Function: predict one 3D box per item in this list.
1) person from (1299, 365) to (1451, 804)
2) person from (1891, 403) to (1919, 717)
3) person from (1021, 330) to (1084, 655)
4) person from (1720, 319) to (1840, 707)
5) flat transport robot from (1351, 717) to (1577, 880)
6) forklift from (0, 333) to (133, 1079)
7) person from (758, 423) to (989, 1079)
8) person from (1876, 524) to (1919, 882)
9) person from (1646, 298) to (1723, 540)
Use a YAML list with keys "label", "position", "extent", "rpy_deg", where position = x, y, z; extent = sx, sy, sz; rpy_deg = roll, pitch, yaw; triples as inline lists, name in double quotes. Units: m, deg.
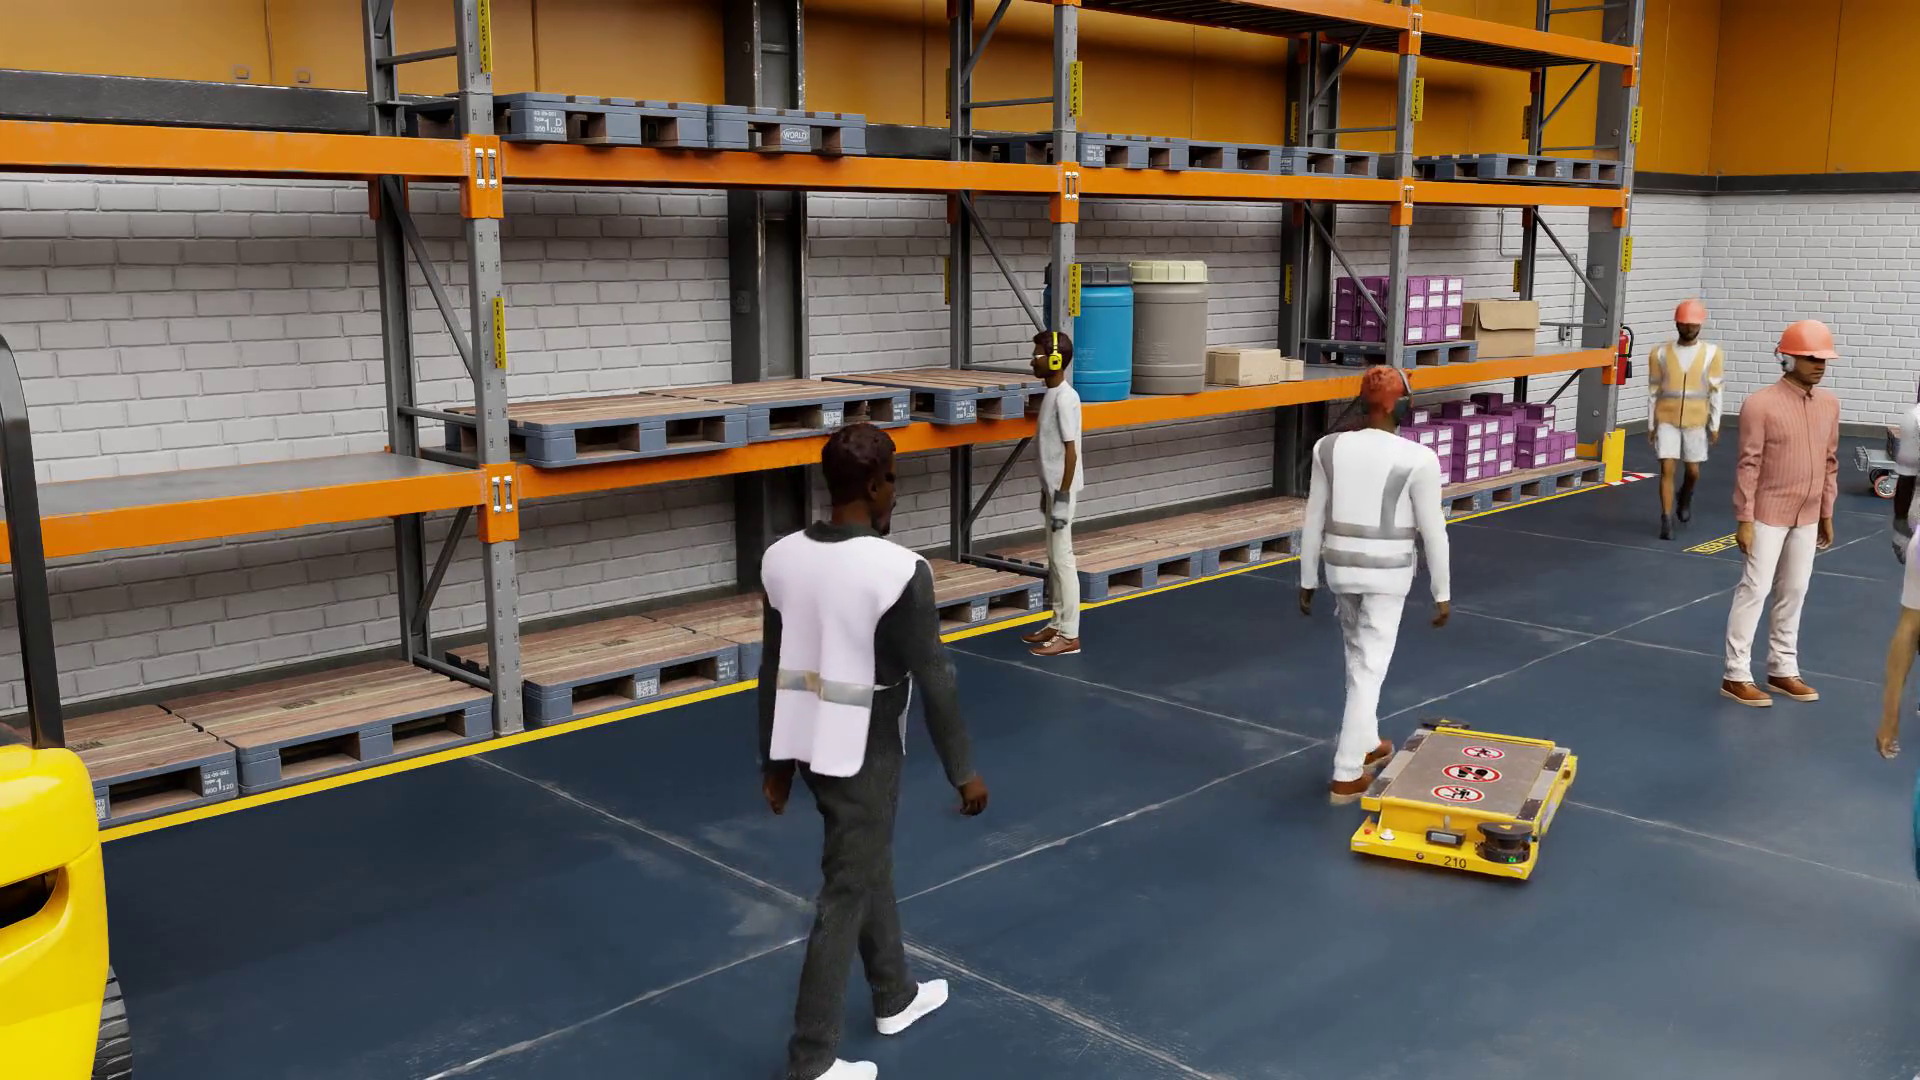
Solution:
- label: "person"
  position: [1.841, 0.173, 7.189]
  extent: [0.614, 1.853, 0.825]
  rpy_deg: [9, 14, 42]
- label: "person"
  position: [5.005, -0.080, 8.330]
  extent: [0.621, 1.945, 0.502]
  rpy_deg: [6, 12, 28]
- label: "person"
  position: [0.541, -0.267, 9.563]
  extent: [0.335, 1.873, 0.521]
  rpy_deg: [-1, 10, -3]
- label: "person"
  position: [4.240, -0.132, 8.524]
  extent: [0.617, 1.986, 0.408]
  rpy_deg: [-4, 11, -20]
- label: "flat transport robot"
  position: [2.115, 1.028, 6.865]
  extent: [0.652, 0.197, 1.431]
  rpy_deg: [5, 12, 27]
- label: "forklift"
  position: [-3.289, 0.485, 4.582]
  extent: [1.214, 2.155, 2.313]
  rpy_deg: [-10, 14, -44]
- label: "person"
  position: [-0.224, 0.610, 4.752]
  extent: [0.886, 1.886, 0.608]
  rpy_deg: [-10, 14, -44]
- label: "person"
  position: [3.246, 0.556, 5.229]
  extent: [0.619, 1.816, 0.527]
  rpy_deg: [6, 12, 31]
- label: "person"
  position: [5.791, -0.980, 13.339]
  extent: [0.551, 1.918, 0.738]
  rpy_deg: [4, 11, 21]
